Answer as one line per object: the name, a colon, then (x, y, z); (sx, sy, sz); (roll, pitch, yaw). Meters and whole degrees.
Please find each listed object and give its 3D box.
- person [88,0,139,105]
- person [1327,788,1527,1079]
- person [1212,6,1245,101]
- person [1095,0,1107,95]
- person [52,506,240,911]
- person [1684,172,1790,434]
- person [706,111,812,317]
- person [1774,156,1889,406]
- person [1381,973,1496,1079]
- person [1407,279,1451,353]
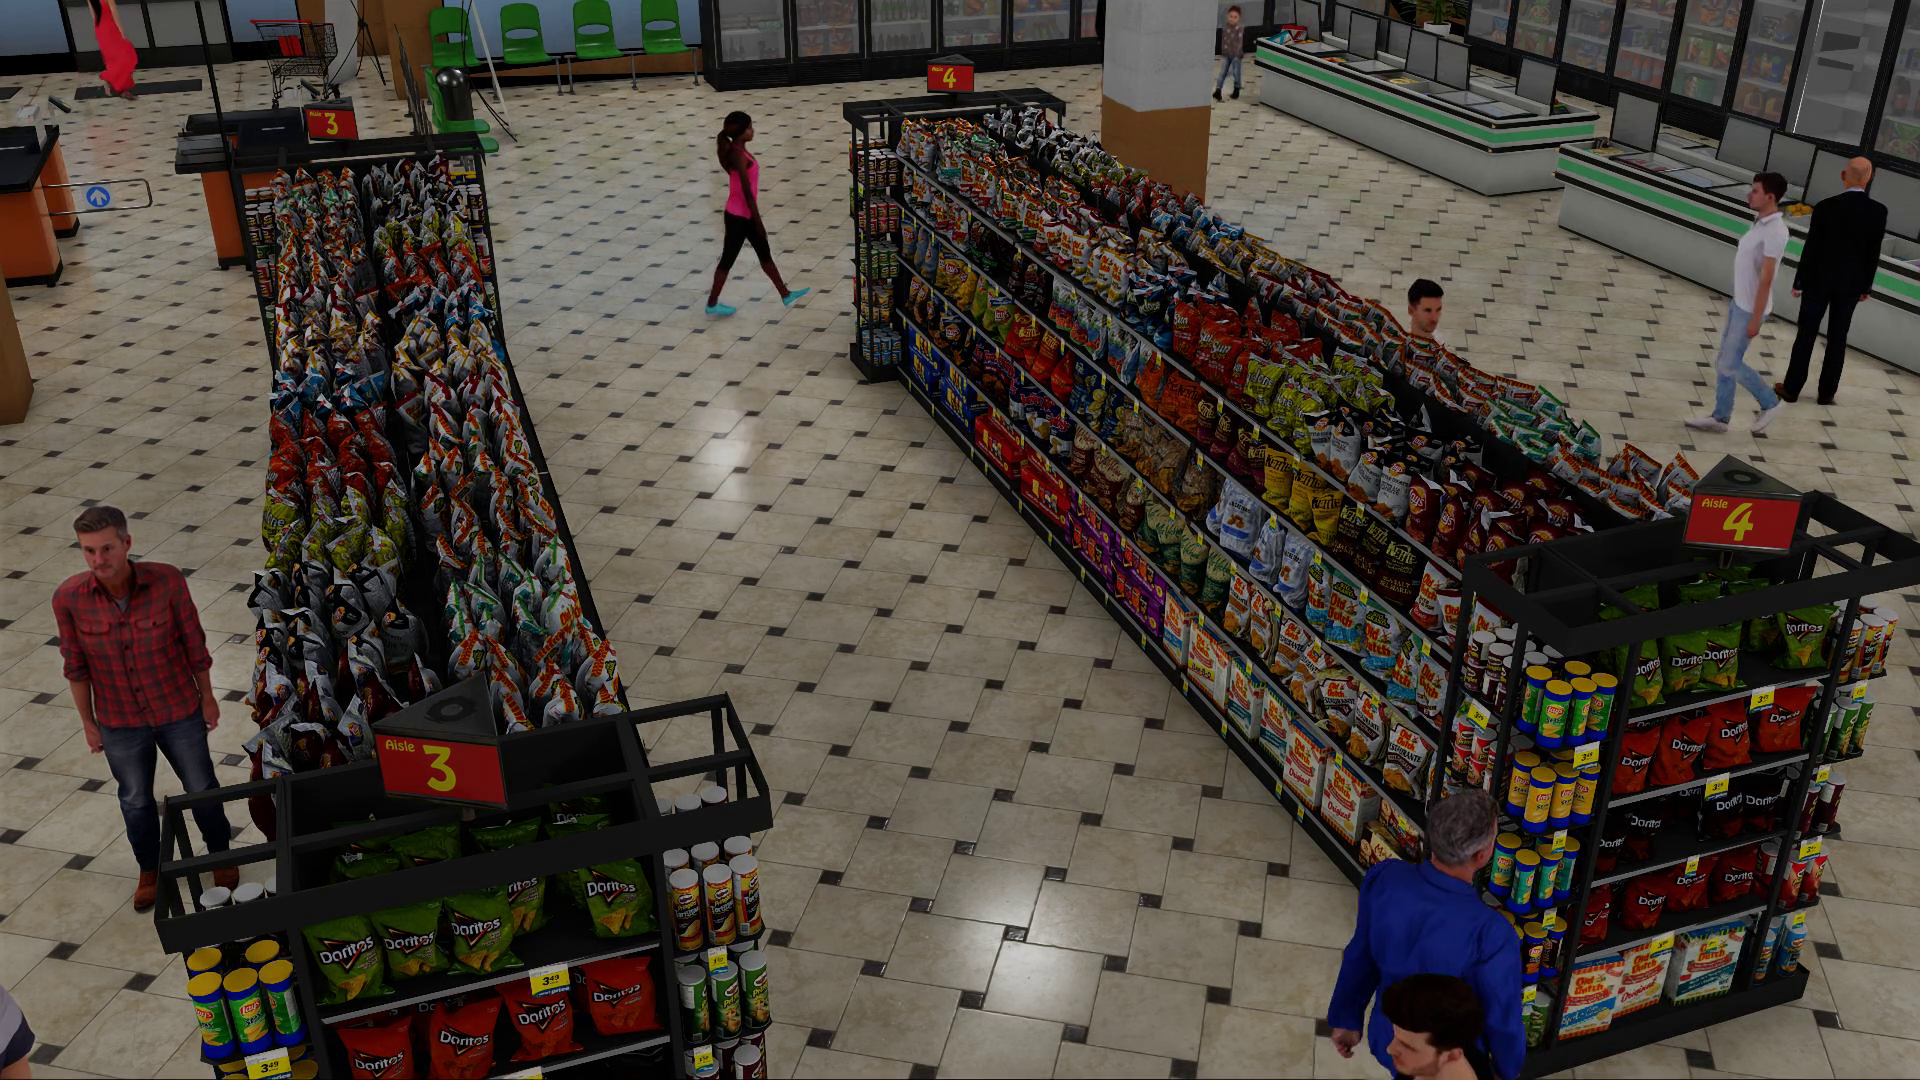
person: (-10.681, -6.303, 20.783); (0.855, 1.717, 0.922); (11, 29, 20)
person: (1.359, 1.615, 5.087); (0.882, 1.793, 1.146); (-15, 30, -27)
person: (3.504, -6.190, 21.177); (0.793, 1.158, 0.806); (17, 31, 30)
person: (1.902, -6.099, 20.432); (0.783, 1.671, 0.861); (15, 31, 27)
person: (-3.359, 0.681, 6.888); (0.694, 1.829, 0.539); (-10, 29, -20)
person: (5.451, -1.561, 11.301); (0.965, 1.836, 0.934); (6, 27, 11)
person: (-1.873, -2.598, 13.528); (0.813, 1.671, 1.097); (-4, 27, -7)
person: (6.247, -1.842, 11.898); (0.766, 1.798, 0.787); (7, 28, 13)
person: (1.396, 1.899, 4.462); (0.924, 1.851, 1.139); (-2, 27, -5)
person: (2.451, -0.593, 9.386); (0.610, 1.842, 1.104); (-9, 28, -18)
